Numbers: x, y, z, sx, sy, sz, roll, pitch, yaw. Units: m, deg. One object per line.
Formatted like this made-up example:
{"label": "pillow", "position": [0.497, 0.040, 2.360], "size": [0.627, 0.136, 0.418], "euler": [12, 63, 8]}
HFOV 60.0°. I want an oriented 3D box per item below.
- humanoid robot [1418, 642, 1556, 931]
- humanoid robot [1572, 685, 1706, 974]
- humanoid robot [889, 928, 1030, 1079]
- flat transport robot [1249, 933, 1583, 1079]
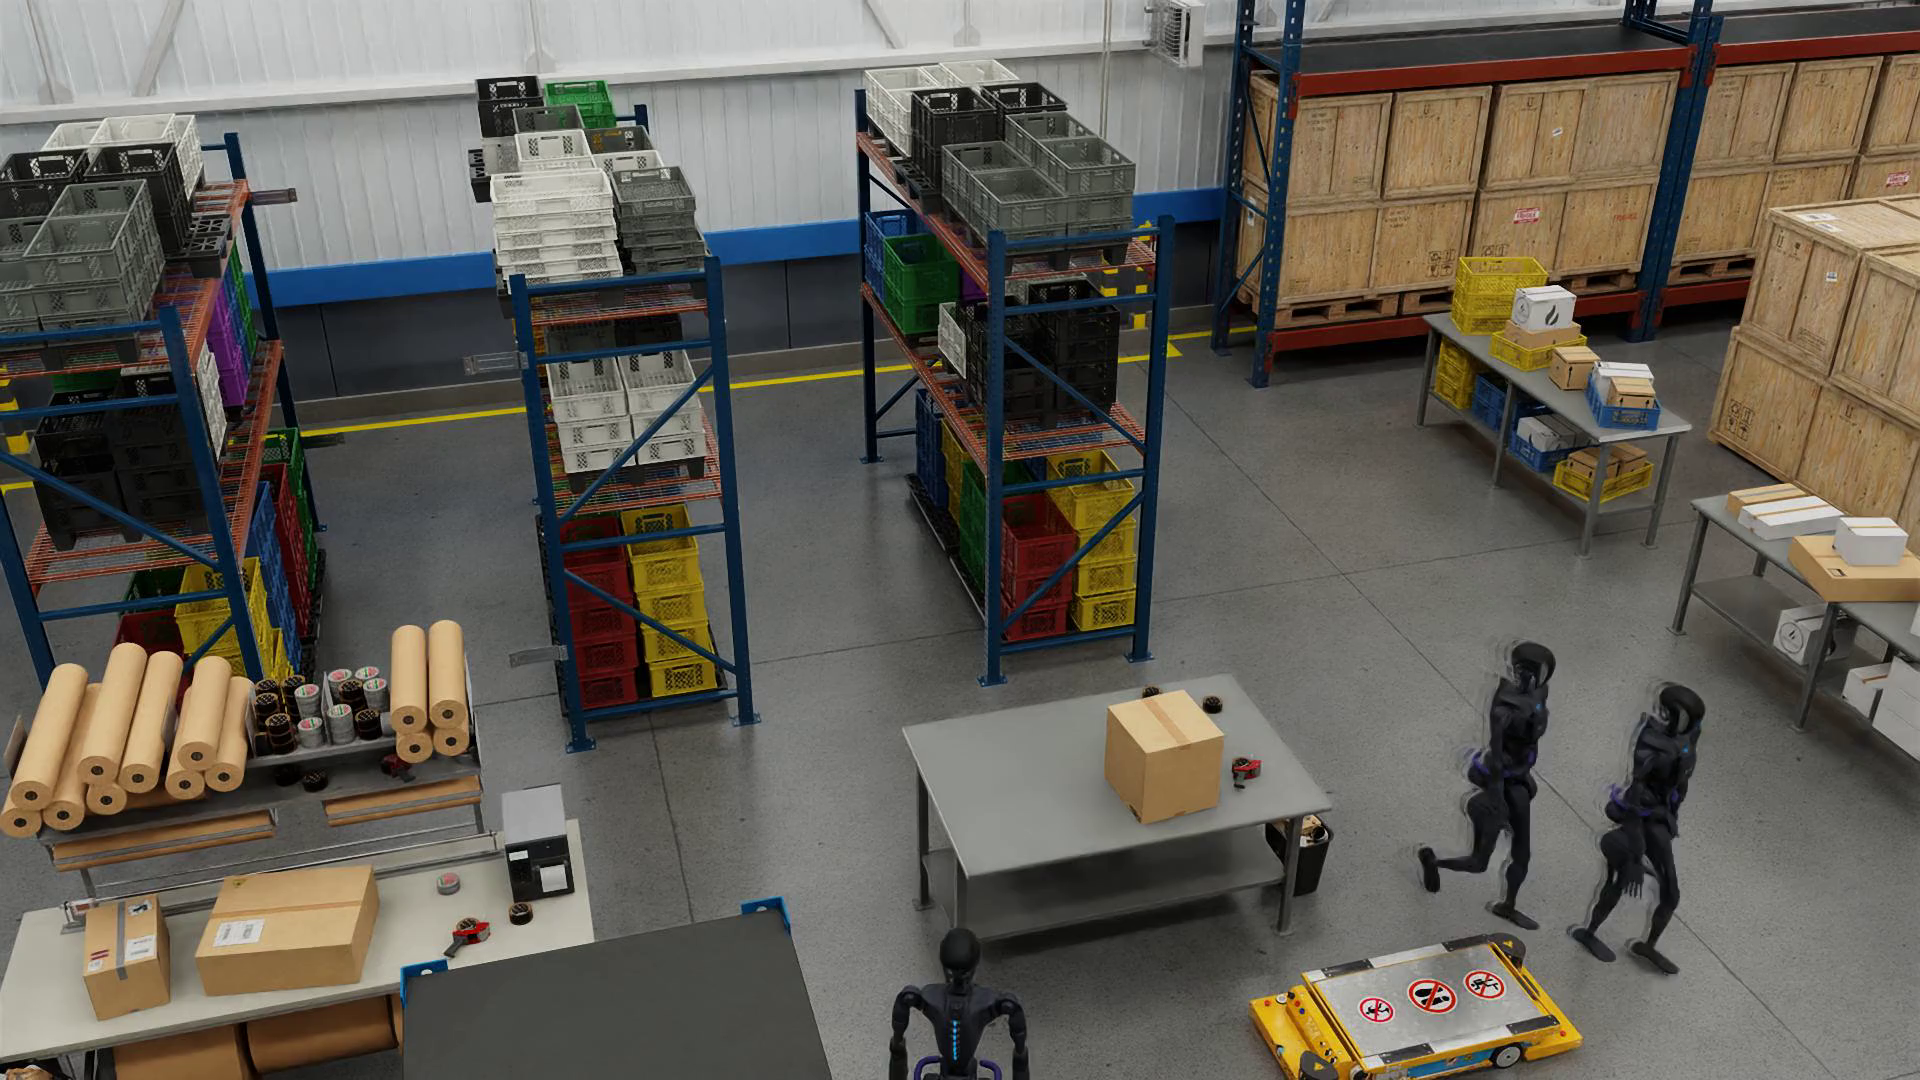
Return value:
{"label": "humanoid robot", "position": [2.724, 1.241, 8.467], "size": [0.598, 1.639, 0.592], "euler": [-21, 35, -33]}
{"label": "humanoid robot", "position": [3.385, 1.432, 8.097], "size": [0.591, 1.640, 0.593], "euler": [-17, 33, -28]}
{"label": "humanoid robot", "position": [-0.005, 2.227, 6.643], "size": [0.579, 1.652, 0.316], "euler": [3, 29, 5]}
{"label": "flat transport robot", "position": [2.184, 2.282, 7.980], "size": [1.431, 0.197, 0.652], "euler": [-8, 30, -14]}
